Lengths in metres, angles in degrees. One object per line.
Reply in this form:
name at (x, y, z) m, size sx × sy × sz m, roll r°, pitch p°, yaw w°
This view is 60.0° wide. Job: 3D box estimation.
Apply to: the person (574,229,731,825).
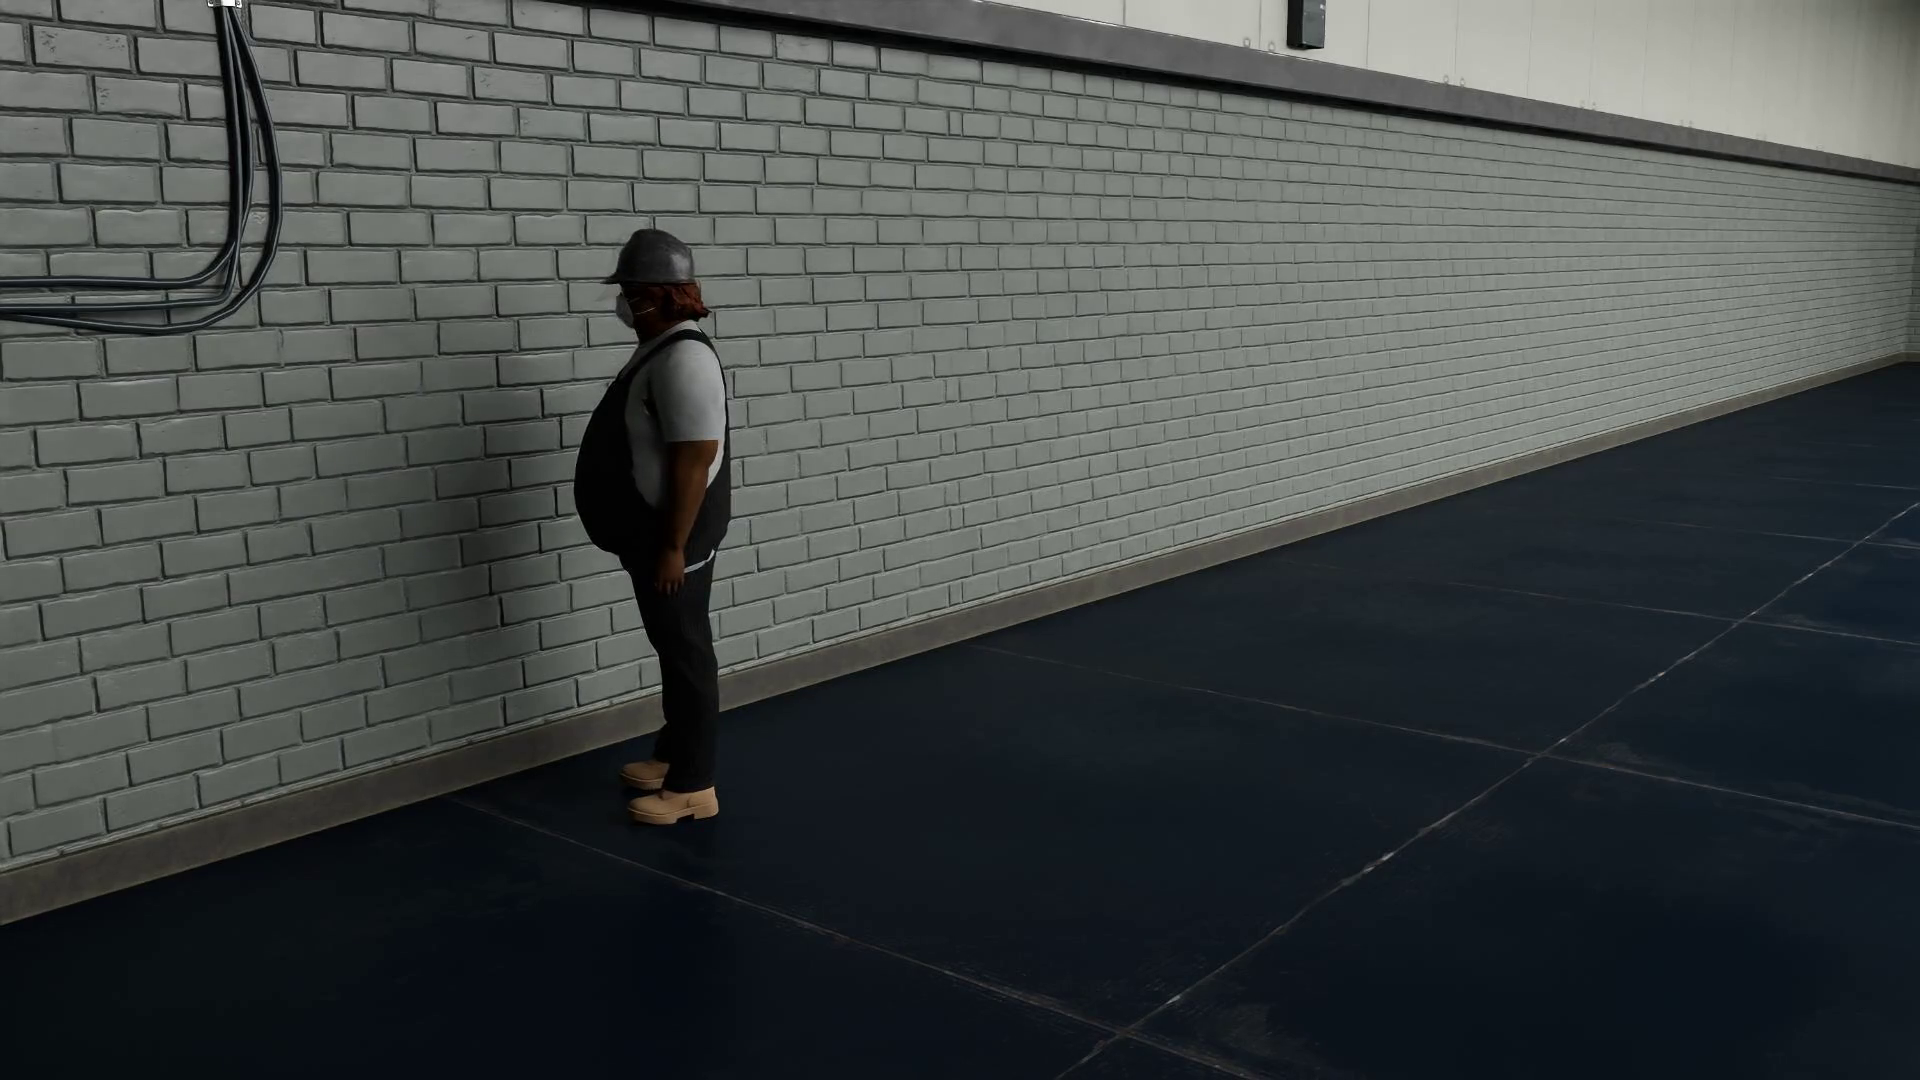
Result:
person at (-1.068, -0.032, 5.806) m, size 0.536 × 2.000 × 0.674 m, roll -2°, pitch 10°, yaw -13°
